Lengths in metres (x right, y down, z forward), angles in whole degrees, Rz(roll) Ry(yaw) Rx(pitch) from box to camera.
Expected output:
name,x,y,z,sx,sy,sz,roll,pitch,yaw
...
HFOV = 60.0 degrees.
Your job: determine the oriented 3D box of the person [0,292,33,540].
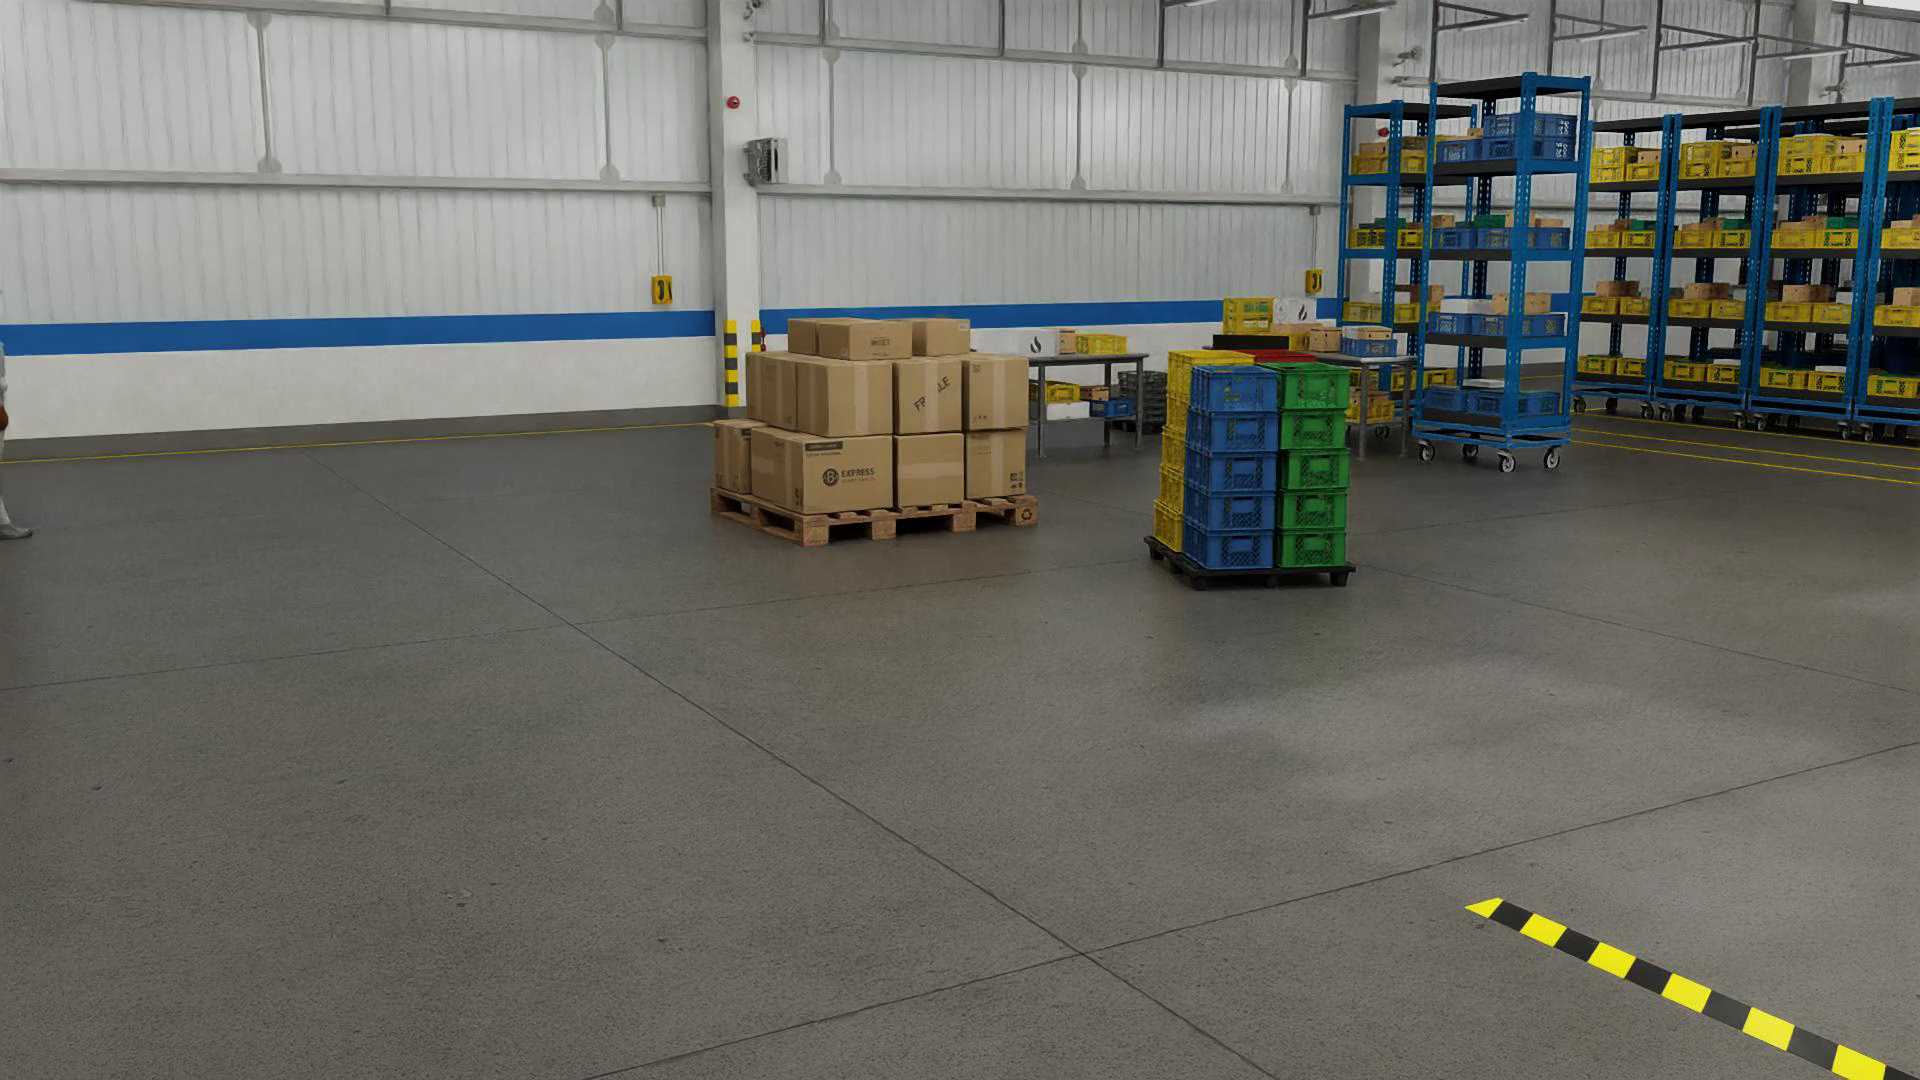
name,x,y,z,sx,sy,sz,roll,pitch,yaw
person,-6.935,-0.961,11.775,0.602,1.940,0.402,7,12,35
